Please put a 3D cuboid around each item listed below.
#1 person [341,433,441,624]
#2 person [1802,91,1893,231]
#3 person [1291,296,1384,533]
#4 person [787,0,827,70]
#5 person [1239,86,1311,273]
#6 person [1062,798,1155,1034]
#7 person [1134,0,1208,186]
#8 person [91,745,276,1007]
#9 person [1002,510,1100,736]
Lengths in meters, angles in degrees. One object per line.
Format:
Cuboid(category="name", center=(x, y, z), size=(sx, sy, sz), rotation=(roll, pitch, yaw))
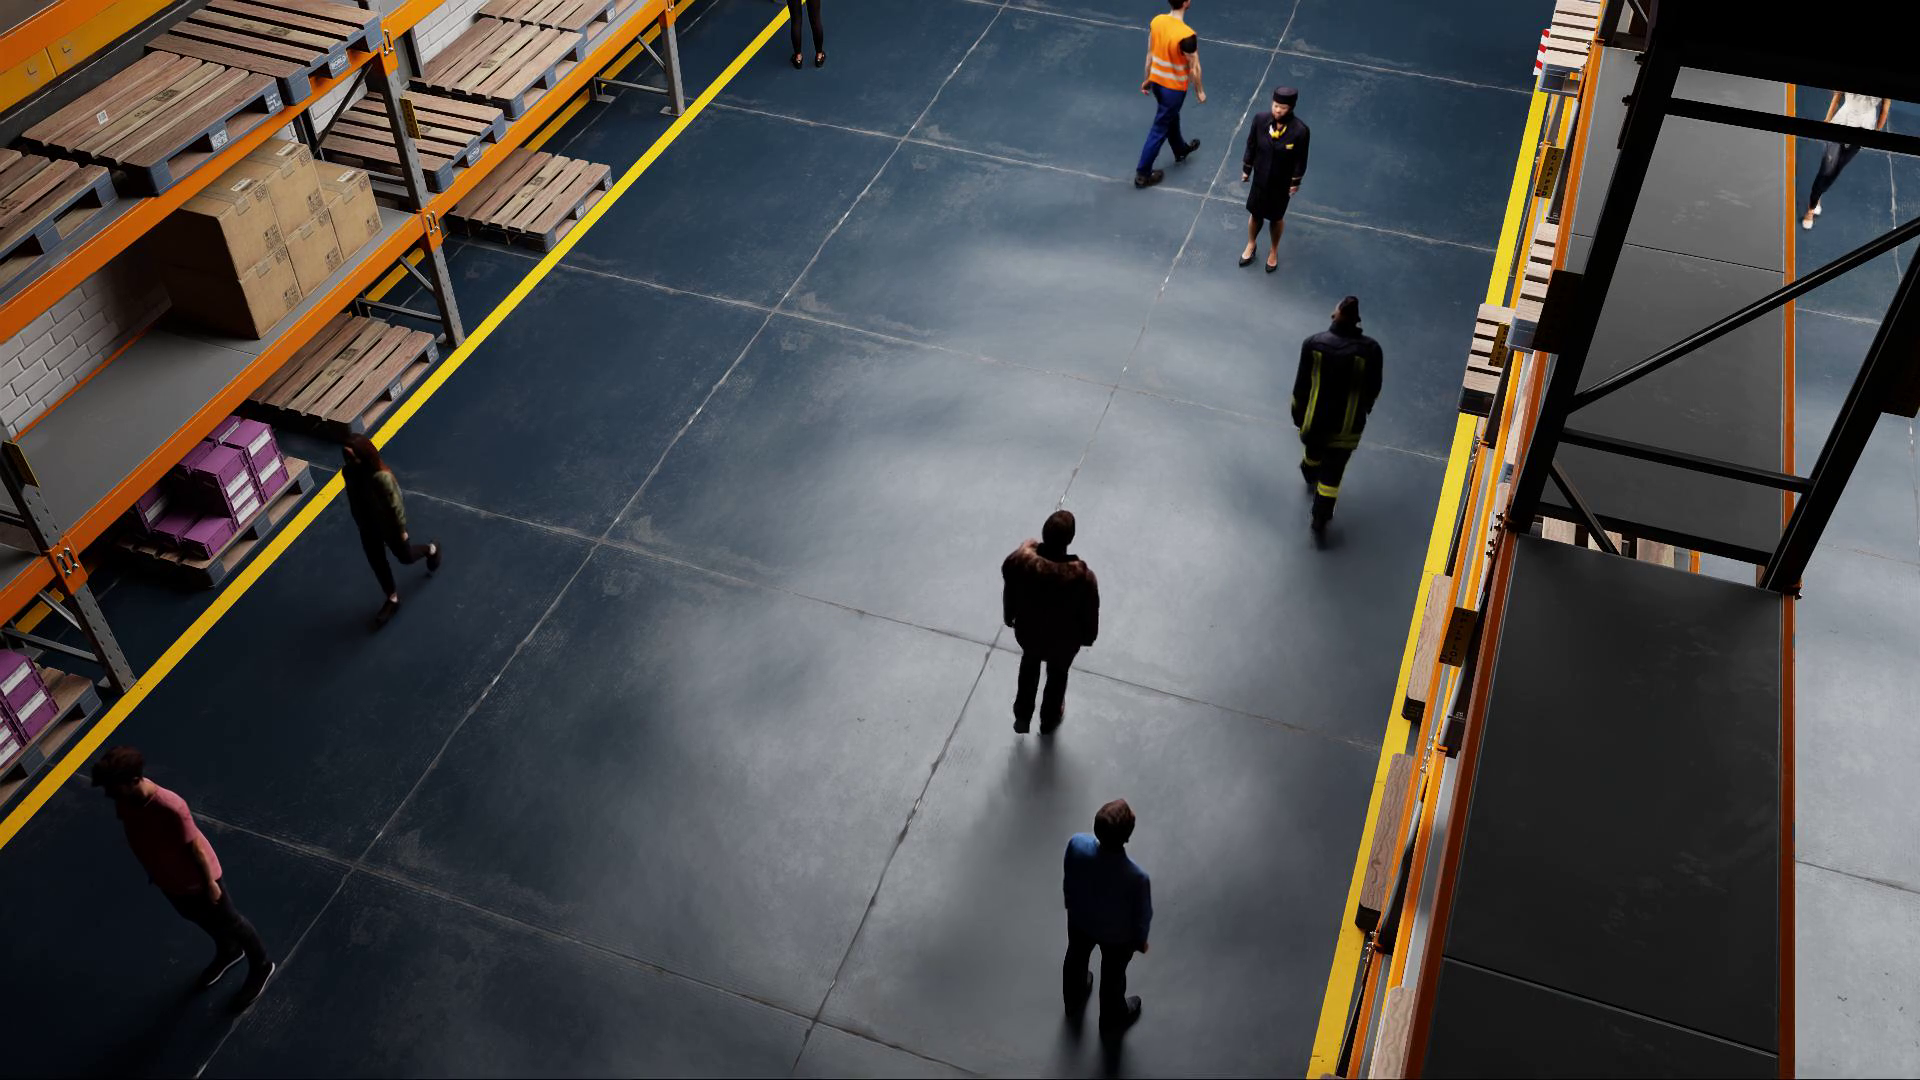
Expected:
Cuboid(category="person", center=(-3.816, -0.147, 11.105), size=(0.576, 1.460, 0.888), rotation=(15, 46, 15))
Cuboid(category="person", center=(7.785, -3.643, 14.555), size=(0.627, 1.765, 0.826), rotation=(10, 44, 10))
Cuboid(category="person", center=(2.598, -0.874, 11.592), size=(0.725, 1.841, 1.101), rotation=(13, 45, 14))
Cuboid(category="person", center=(-1.571, -5.543, 16.586), size=(0.674, 1.712, 0.670), rotation=(-5, 44, -5))
Cuboid(category="person", center=(2.636, -3.040, 13.990), size=(0.720, 1.671, 0.663), rotation=(20, 47, 20))
Cuboid(category="person", center=(0.747, 1.954, 8.640), size=(0.717, 1.819, 0.665), rotation=(26, 50, 25))
Cuboid(category="person", center=(1.806, -4.031, 14.897), size=(1.192, 1.854, 1.066), rotation=(-23, 48, -22))
Cuboid(category="person", center=(-4.075, 1.729, 8.775), size=(0.619, 1.958, 0.548), rotation=(15, 46, 15))
Cuboid(category="person", center=(0.503, 0.589, 10.062), size=(0.760, 1.833, 0.750), rotation=(16, 46, 16))
